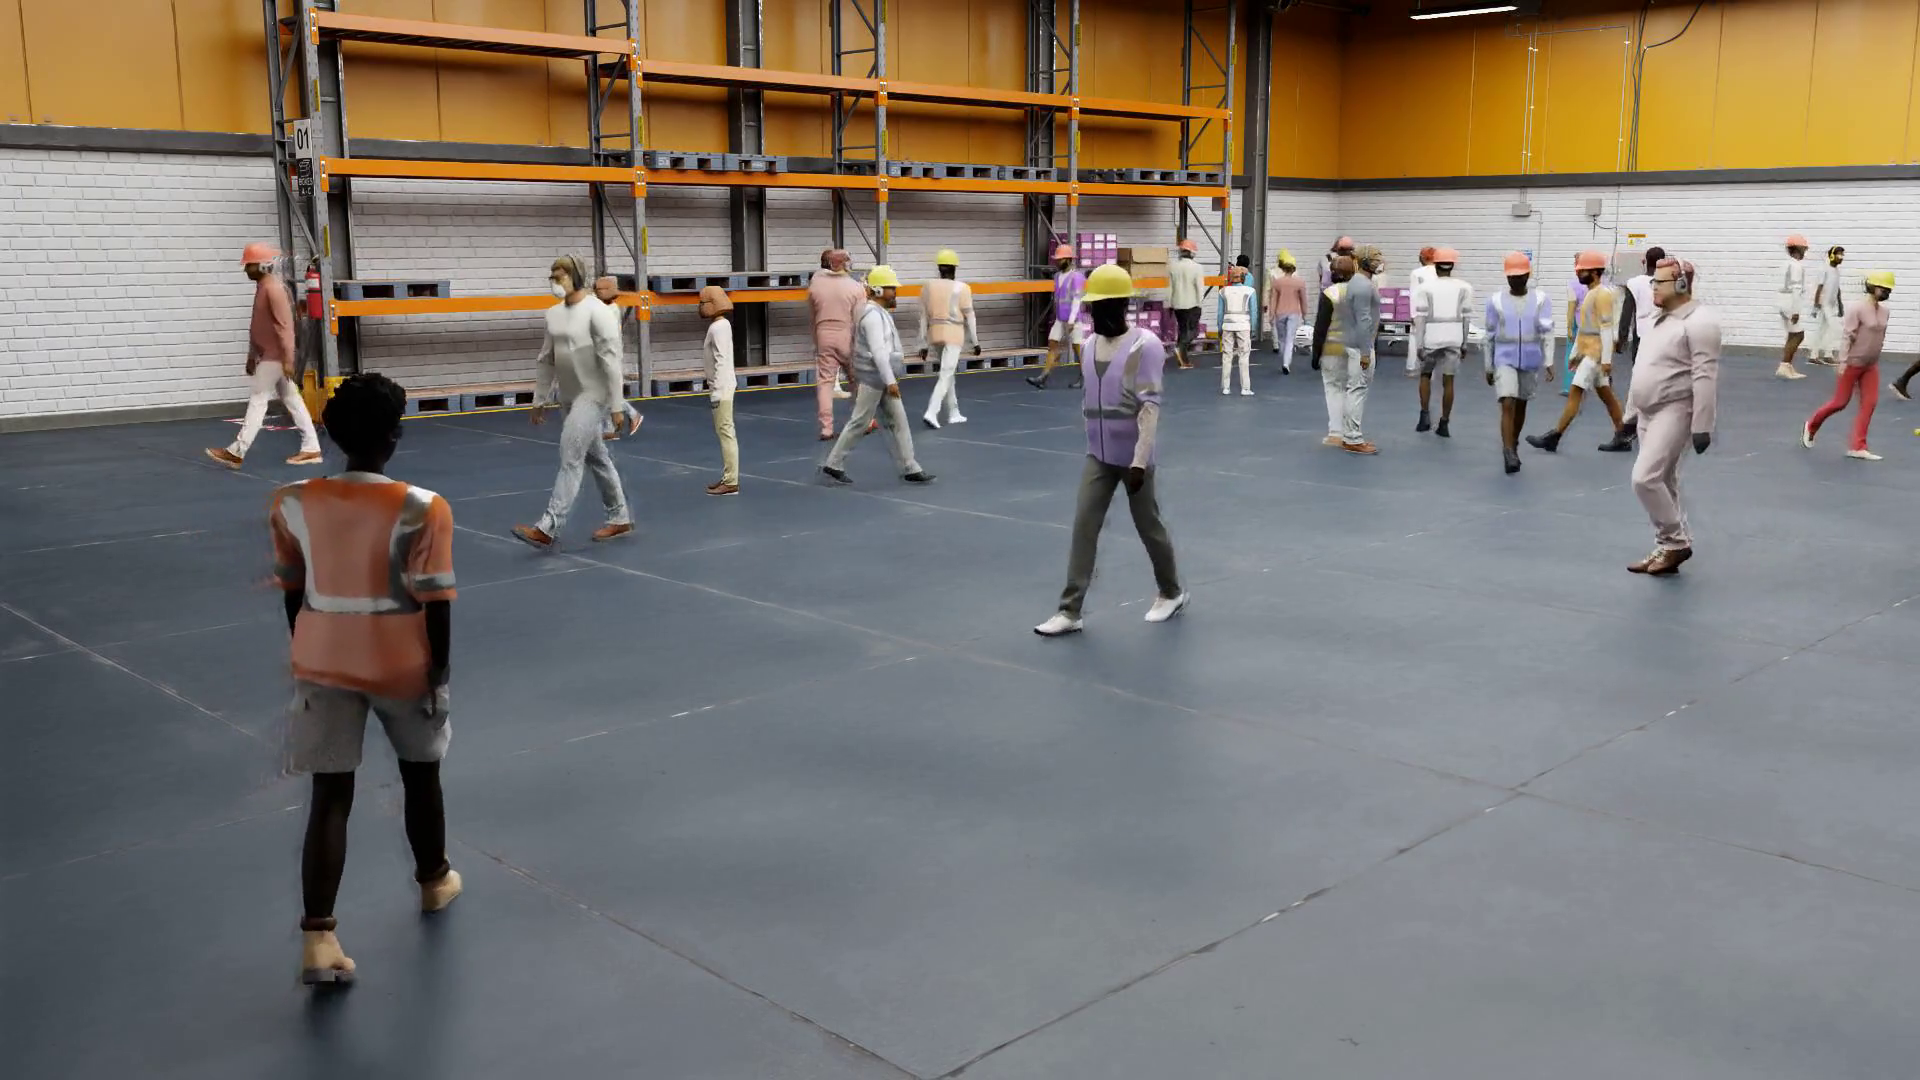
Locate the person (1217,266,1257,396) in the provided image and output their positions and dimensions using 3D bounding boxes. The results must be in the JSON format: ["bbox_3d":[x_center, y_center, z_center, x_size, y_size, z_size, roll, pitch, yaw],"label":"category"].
[{"bbox_3d":[3.499,-2.638,21.035,0.515,1.636,0.314,6,12,28],"label":"person"}]

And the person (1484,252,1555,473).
[{"bbox_3d":[4.812,-1.532,14.374,0.557,1.882,1.033,2,11,10],"label":"person"}]

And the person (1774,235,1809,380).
[{"bbox_3d":[11.724,-3.247,23.363,0.444,2.003,0.639,2,11,10],"label":"person"}]

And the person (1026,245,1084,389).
[{"bbox_3d":[1.331,-2.902,21.779,0.972,1.884,0.571,-7,13,-35],"label":"person"}]

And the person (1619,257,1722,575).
[{"bbox_3d":[4.156,-0.720,9.872,0.447,1.887,0.659,0,10,-2],"label":"person"}]

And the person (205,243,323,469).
[{"bbox_3d":[-6.105,-1.594,14.489,1.009,1.940,0.657,-6,12,-29],"label":"person"}]

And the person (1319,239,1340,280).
[{"bbox_3d":[6.827,-4.483,29.992,0.678,2.000,0.827,7,13,34],"label":"person"}]

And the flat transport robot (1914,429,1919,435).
[{"bbox_3d":[10.291,-1.151,16.647,1.431,0.197,0.652,-6,12,-30],"label":"flat transport robot"}]

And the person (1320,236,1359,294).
[{"bbox_3d":[5.423,-3.300,23.623,0.627,2.017,0.819,2,11,13],"label":"person"}]

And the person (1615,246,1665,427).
[{"bbox_3d":[7.249,-2.119,17.494,0.608,1.904,0.452,0,10,0],"label":"person"}]

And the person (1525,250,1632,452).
[{"bbox_3d":[5.863,-1.749,15.524,1.008,1.881,0.573,2,11,9],"label":"person"}]

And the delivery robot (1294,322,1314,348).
[{"bbox_3d":[5.863,-3.463,28.229,0.477,0.478,0.707,5,11,25],"label":"delivery robot"}]

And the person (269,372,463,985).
[{"bbox_3d":[-1.651,0.366,4.615,0.531,1.656,0.868,0,10,-2],"label":"person"}]

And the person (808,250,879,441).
[{"bbox_3d":[-1.162,-1.948,16.637,0.654,1.873,0.907,3,11,18],"label":"person"}]

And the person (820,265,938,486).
[{"bbox_3d":[-0.693,-1.316,13.435,0.940,1.793,0.602,2,11,9],"label":"person"}]

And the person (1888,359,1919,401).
[{"bbox_3d":[11.763,-2.589,20.011,0.872,1.930,0.650,5,11,24],"label":"person"}]

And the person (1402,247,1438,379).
[{"bbox_3d":[6.576,-3.223,23.618,0.579,1.850,0.834,-1,10,-7],"label":"person"}]

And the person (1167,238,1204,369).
[{"bbox_3d":[3.376,-3.545,25.068,0.622,1.978,0.675,8,13,38],"label":"person"}]

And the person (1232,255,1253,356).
[{"bbox_3d":[4.752,-3.956,28.053,0.315,1.696,0.540,7,12,33],"label":"person"}]

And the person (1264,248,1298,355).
[{"bbox_3d":[5.461,-4.067,28.359,0.610,1.809,0.606,-1,10,-7],"label":"person"}]

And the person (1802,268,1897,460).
[{"bbox_3d":[8.165,-1.620,15.242,0.558,1.729,0.746,-5,11,-24],"label":"person"}]

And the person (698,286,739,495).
[{"bbox_3d":[-1.886,-1.165,13.007,0.280,1.631,0.504,-1,10,-3],"label":"person"}]

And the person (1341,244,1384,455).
[{"bbox_3d":[3.734,-1.764,15.442,0.356,1.938,0.637,1,10,8],"label":"person"}]

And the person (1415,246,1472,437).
[{"bbox_3d":[4.887,-2.013,16.880,0.548,1.915,0.615,2,11,8],"label":"person"}]

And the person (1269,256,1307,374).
[{"bbox_3d":[4.809,-3.296,24.407,0.538,1.722,0.912,3,11,17],"label":"person"}]

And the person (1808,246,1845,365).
[{"bbox_3d":[13.575,-3.625,25.836,0.561,1.843,0.715,-8,13,-37],"label":"person"}]

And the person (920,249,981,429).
[{"bbox_3d":[-0.162,-2.120,17.556,0.592,1.884,0.977,7,12,33],"label":"person"}]

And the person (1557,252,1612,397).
[{"bbox_3d":[7.790,-2.663,20.659,0.585,1.825,0.718,-3,11,-17],"label":"person"}]

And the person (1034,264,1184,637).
[{"bbox_3d":[0.828,-0.463,8.526,0.977,1.885,0.607,-10,14,-42],"label":"person"}]

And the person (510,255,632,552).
[{"bbox_3d":[-2.541,-0.875,10.723,0.660,1.886,1.006,10,14,44],"label":"person"}]

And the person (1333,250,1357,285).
[{"bbox_3d":[5.410,-3.145,23.323,1.004,1.812,0.538,-10,14,-43],"label":"person"}]

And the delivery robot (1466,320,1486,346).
[{"bbox_3d":[8.741,-3.548,28.690,0.707,0.478,0.477,7,12,33],"label":"delivery robot"}]

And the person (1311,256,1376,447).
[{"bbox_3d":[3.664,-1.806,15.991,0.662,1.819,0.475,-4,11,-23],"label":"person"}]

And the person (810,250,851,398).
[{"bbox_3d":[-1.621,-2.698,20.818,0.429,1.838,0.621,-6,12,-31],"label":"person"}]

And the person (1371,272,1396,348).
[{"bbox_3d":[7.440,-4.179,29.482,0.537,1.619,0.553,-8,13,-36],"label":"person"}]

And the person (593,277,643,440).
[{"bbox_3d":[-3.429,-1.780,16.396,0.419,1.616,0.515,-5,11,-25],"label":"person"}]
